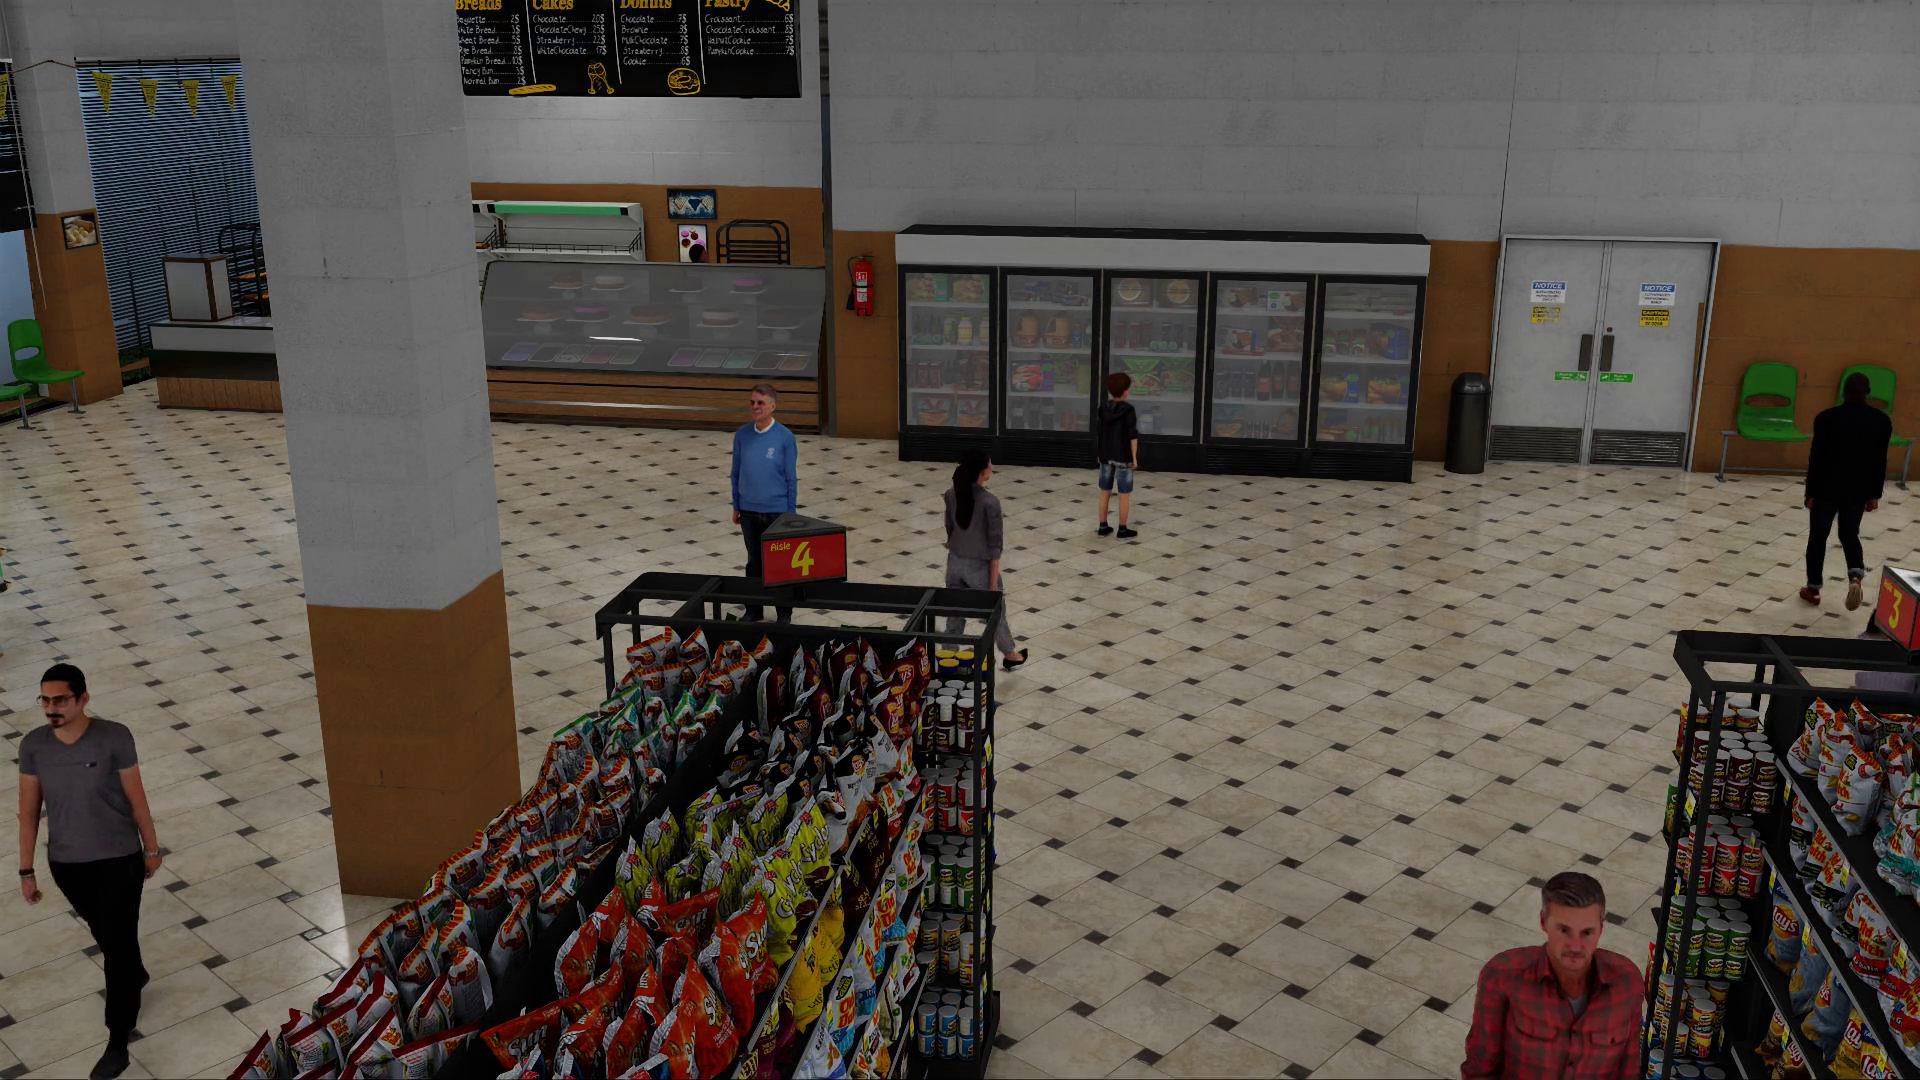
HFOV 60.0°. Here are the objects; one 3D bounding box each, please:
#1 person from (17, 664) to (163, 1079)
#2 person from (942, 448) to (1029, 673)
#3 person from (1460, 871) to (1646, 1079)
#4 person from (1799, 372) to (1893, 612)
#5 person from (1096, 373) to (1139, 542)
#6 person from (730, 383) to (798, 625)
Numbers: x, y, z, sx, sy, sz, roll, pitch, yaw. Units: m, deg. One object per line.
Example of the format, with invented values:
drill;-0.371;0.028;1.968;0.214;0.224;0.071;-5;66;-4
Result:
person;-3.644;1.320;7.076;0.846;1.706;1.214;-2;17;-5
person;0.022;0.263;10.677;0.934;1.636;1.156;12;21;35
person;1.838;1.824;5.256;0.700;1.799;0.993;3;17;10
person;6.551;-0.325;12.327;0.686;1.803;0.921;3;17;8
person;1.340;-0.721;14.246;0.607;1.446;0.614;11;20;32
person;-1.410;-0.260;12.084;0.657;1.820;0.581;4;17;13
